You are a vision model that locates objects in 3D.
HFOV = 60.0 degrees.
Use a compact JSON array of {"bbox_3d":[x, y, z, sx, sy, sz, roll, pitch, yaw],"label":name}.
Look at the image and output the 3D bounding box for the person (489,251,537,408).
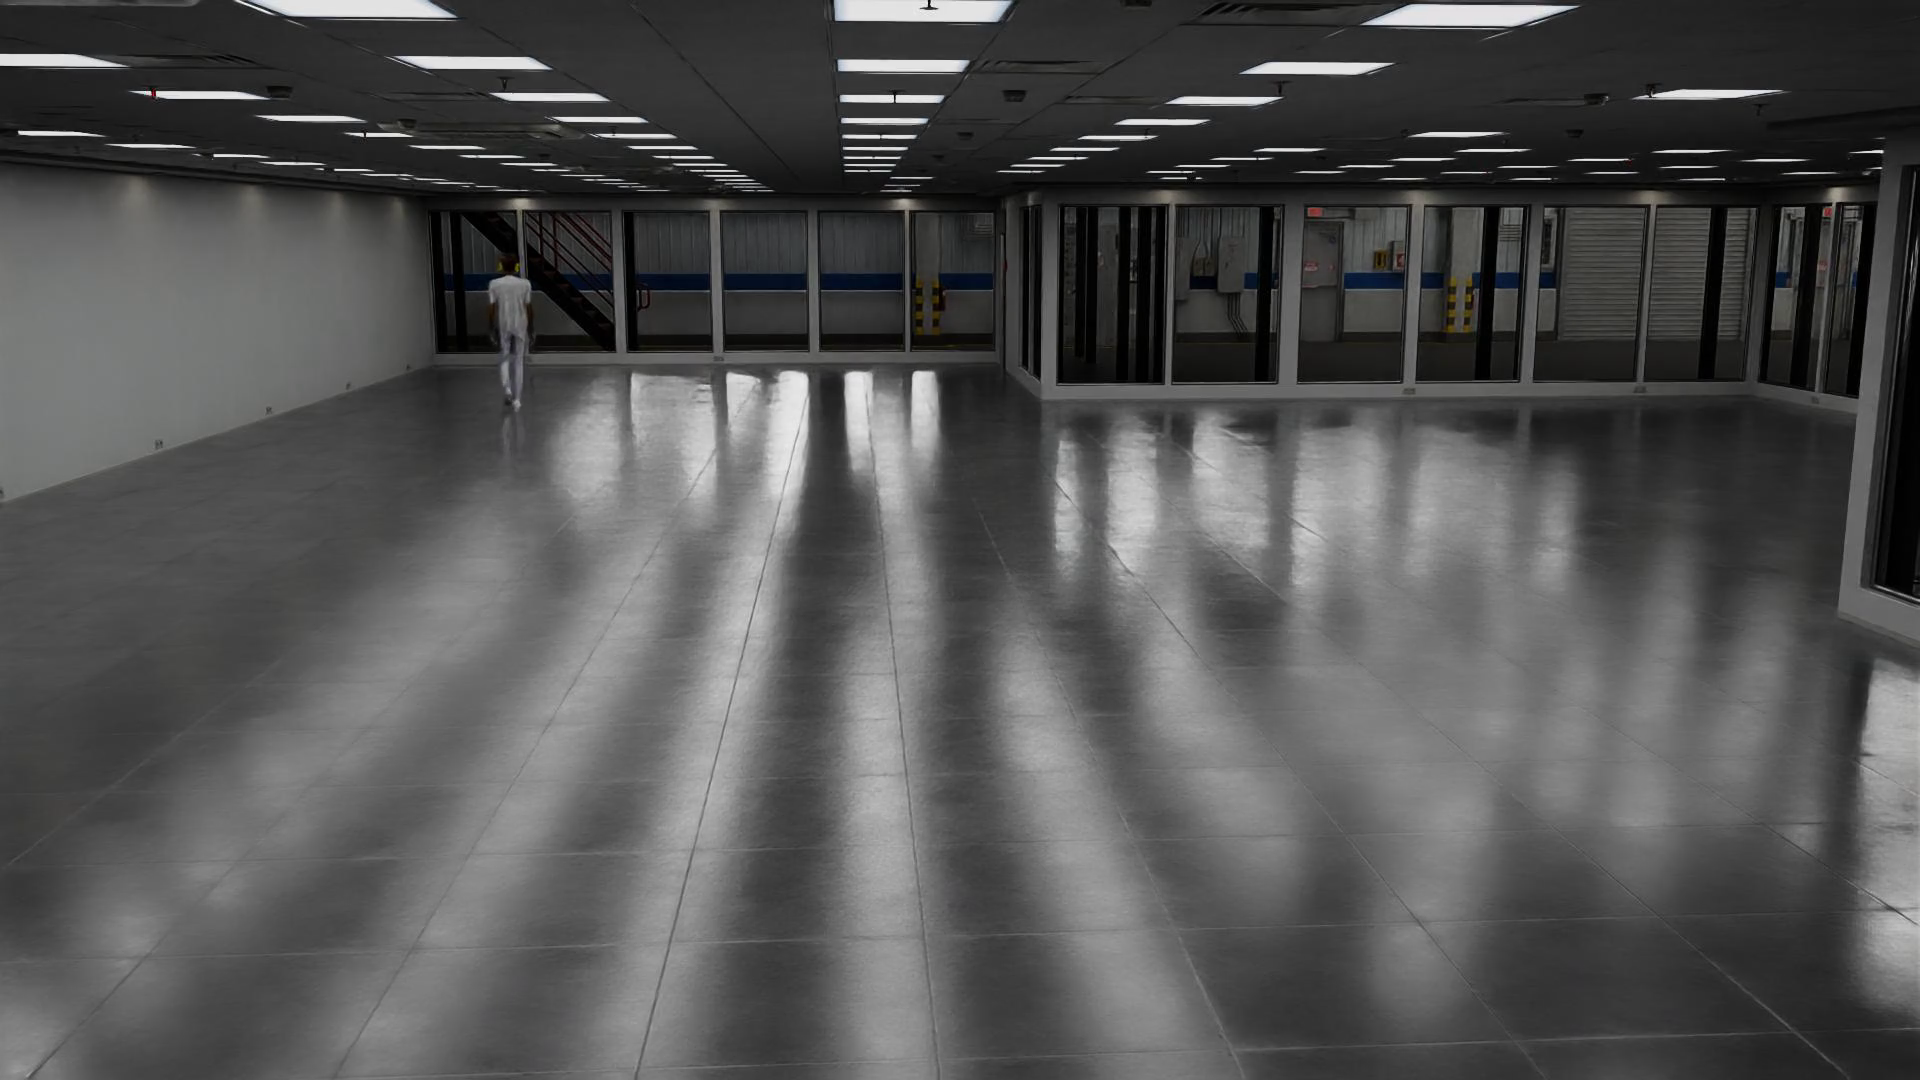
[{"bbox_3d":[-5.311,-2.495,19.789,0.530,1.849,0.499,-2,11,-10],"label":"person"}]
